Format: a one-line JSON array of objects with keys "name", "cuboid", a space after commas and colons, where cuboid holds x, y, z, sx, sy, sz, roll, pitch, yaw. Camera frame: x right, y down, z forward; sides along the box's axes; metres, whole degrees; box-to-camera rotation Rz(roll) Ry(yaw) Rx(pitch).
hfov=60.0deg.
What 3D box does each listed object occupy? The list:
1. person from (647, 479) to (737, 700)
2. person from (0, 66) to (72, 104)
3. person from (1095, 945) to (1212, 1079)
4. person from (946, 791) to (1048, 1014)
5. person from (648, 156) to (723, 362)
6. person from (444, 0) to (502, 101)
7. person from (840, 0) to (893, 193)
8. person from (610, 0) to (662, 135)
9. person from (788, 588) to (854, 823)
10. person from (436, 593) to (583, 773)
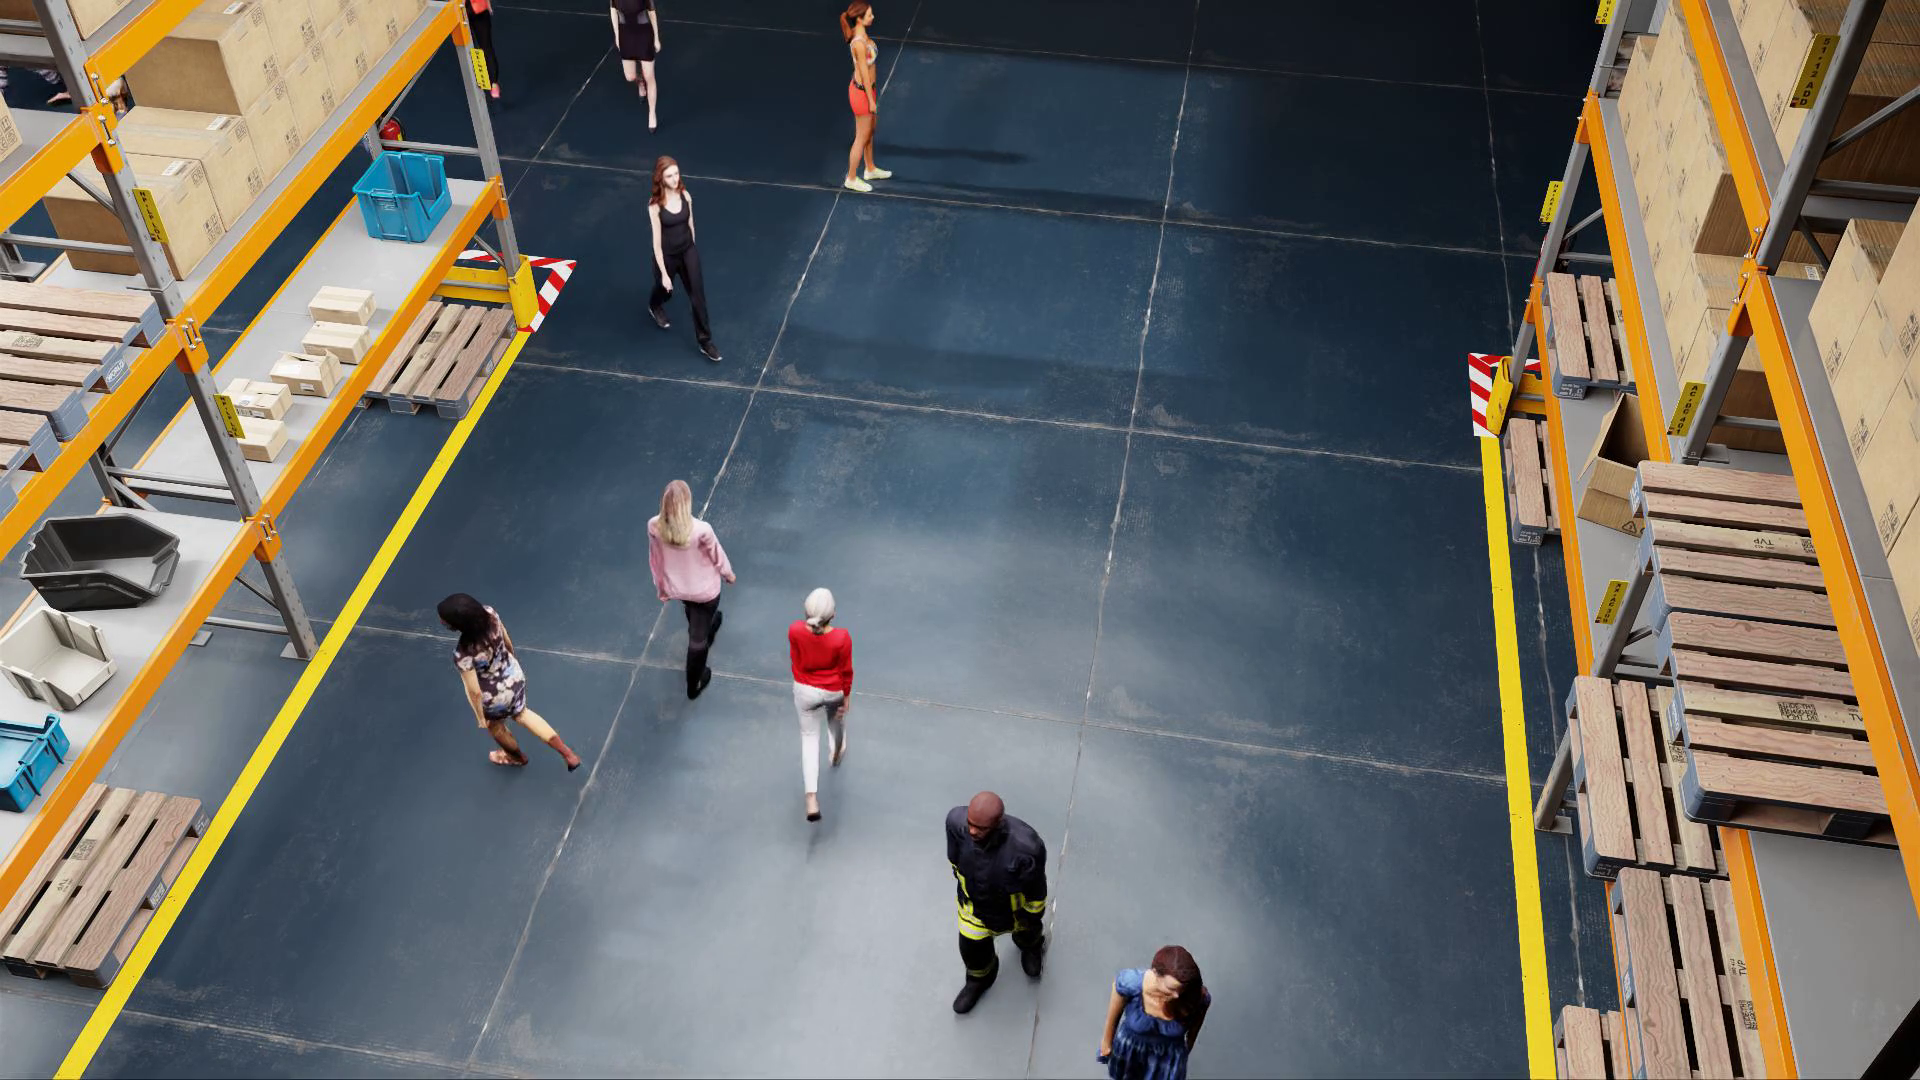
[{"name": "person", "cuboid": [-1.721, 0.355, 10.453, 0.710, 1.658, 0.978, 15, 46, 15]}, {"name": "person", "cuboid": [-9.102, -4.908, 15.960, 1.042, 1.682, 1.126, -14, 45, -14]}, {"name": "person", "cuboid": [0.920, 2.450, 8.167, 0.660, 1.779, 1.062, 9, 44, 9]}, {"name": "person", "cuboid": [0.247, 1.795, 8.856, 0.859, 1.776, 1.005, 15, 46, 16]}, {"name": "person", "cuboid": [-2.320, -2.277, 13.181, 1.123, 1.707, 1.133, -29, 51, -27]}, {"name": "person", "cuboid": [-4.744, -5.062, 16.140, 1.003, 1.657, 1.211, -14, 45, -14]}, {"name": "person", "cuboid": [-0.896, -3.987, 14.908, 0.746, 1.801, 0.707, -5, 44, -5]}, {"name": "person", "cuboid": [-3.039, -4.775, 15.722, 0.681, 1.818, 0.843, -2, 44, -2]}, {"name": "person", "cuboid": [-0.831, 0.963, 9.810, 0.617, 1.664, 1.070, 3, 44, 3]}, {"name": "person", "cuboid": [-2.672, 0.916, 9.832, 0.829, 1.702, 0.919, 19, 47, 19]}]
